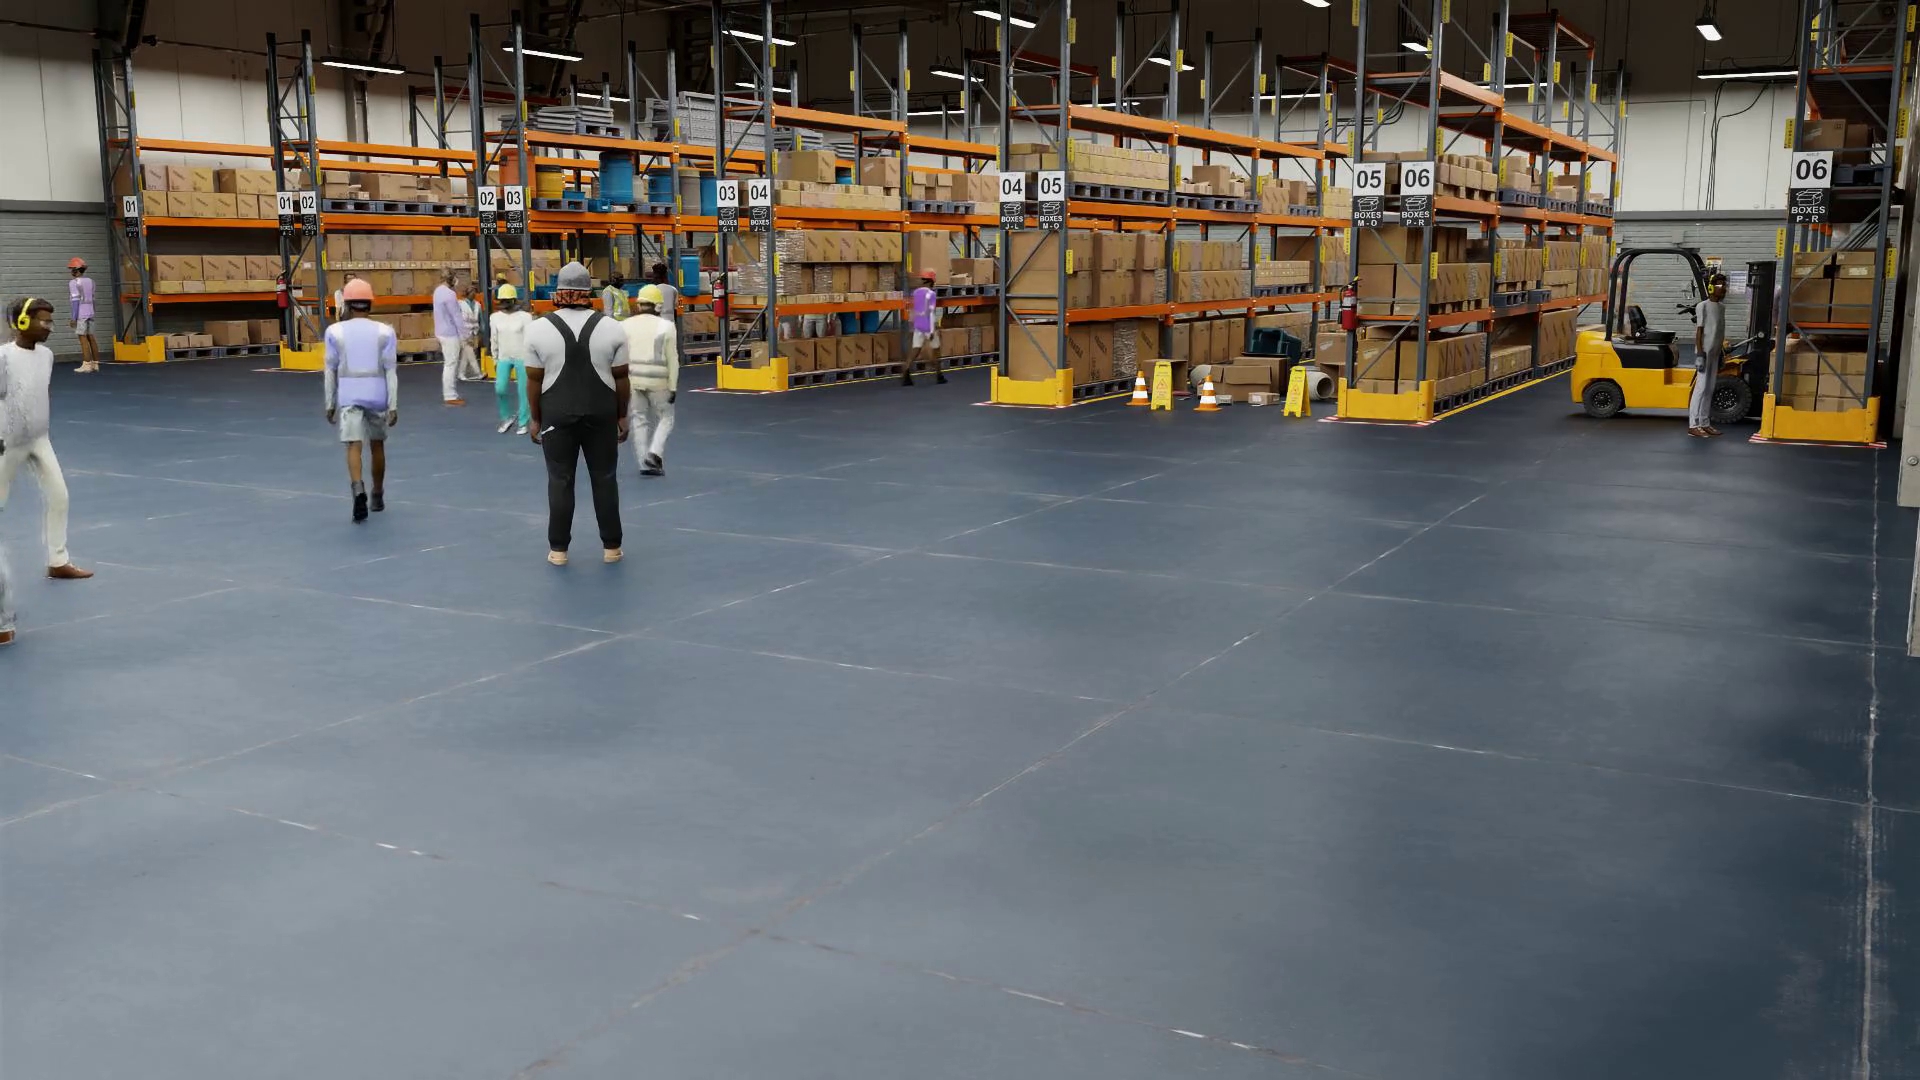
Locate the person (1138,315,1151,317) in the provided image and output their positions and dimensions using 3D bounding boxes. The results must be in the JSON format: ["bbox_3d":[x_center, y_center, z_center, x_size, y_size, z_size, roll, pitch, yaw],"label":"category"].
[{"bbox_3d":[3.805,-4.748,35.046,0.544,1.696,0.317,6,12,32],"label":"person"}]

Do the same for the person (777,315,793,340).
[{"bbox_3d":[-3.304,-4.056,31.193,0.521,1.623,0.390,9,13,43],"label":"person"}]

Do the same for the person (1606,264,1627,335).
[{"bbox_3d":[13.876,-4.917,35.430,0.581,1.888,0.839,-8,13,-39],"label":"person"}]

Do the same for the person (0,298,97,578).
[{"bbox_3d":[-6.023,-0.619,10.558,0.700,1.819,0.603,3,10,19],"label":"person"}]

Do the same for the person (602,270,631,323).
[{"bbox_3d":[-5.576,-3.467,27.120,0.429,1.844,0.625,2,10,9],"label":"person"}]

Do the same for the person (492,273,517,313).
[{"bbox_3d":[-8.830,-4.275,32.178,0.565,1.744,0.317,2,10,14],"label":"person"}]

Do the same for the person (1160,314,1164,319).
[{"bbox_3d":[4.649,-5.021,36.091,0.672,1.881,0.640,8,13,40],"label":"person"}]

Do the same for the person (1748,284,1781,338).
[{"bbox_3d":[13.957,-3.788,28.803,0.587,1.915,0.406,5,11,26],"label":"person"}]

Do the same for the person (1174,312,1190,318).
[{"bbox_3d":[4.495,-4.698,34.707,0.499,1.698,0.861,5,11,28],"label":"person"}]

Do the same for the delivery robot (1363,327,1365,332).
[{"bbox_3d":[9.195,-4.653,37.550,0.707,0.478,0.477,-2,10,-10],"label":"delivery robot"}]

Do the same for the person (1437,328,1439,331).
[{"bbox_3d":[10.082,-4.962,35.719,0.612,1.898,0.627,-5,11,-27],"label":"person"}]

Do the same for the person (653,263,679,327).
[{"bbox_3d":[-4.659,-3.335,25.979,0.367,1.966,0.606,7,12,35],"label":"person"}]

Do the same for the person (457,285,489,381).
[{"bbox_3d":[-8.101,-3.417,27.559,0.880,1.576,0.532,6,11,32],"label":"person"}]

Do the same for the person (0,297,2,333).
[{"bbox_3d":[-14.711,-3.123,25.125,0.621,1.838,0.429,8,12,38],"label":"person"}]

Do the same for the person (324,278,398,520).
[{"bbox_3d":[-4.749,-1.122,13.227,0.556,1.910,0.895,-3,10,-19],"label":"person"}]

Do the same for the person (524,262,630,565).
[{"bbox_3d":[-2.582,-0.856,11.251,0.689,2.000,0.539,-3,10,-16],"label":"person"}]

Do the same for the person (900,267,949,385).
[{"bbox_3d":[-0.584,-3.428,26.741,0.545,1.901,0.943,9,13,41],"label":"person"}]

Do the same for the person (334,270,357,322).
[{"bbox_3d":[-9.729,-3.384,26.624,0.343,1.847,0.506,9,13,43],"label":"person"}]

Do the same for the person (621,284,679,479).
[{"bbox_3d":[-2.886,-1.456,15.426,0.607,1.819,0.457,2,10,12],"label":"person"}]

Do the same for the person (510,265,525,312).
[{"bbox_3d":[-9.792,-5.118,36.672,0.576,1.882,0.355,5,11,28],"label":"person"}]

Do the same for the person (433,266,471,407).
[{"bbox_3d":[-7.016,-2.793,22.900,0.415,1.934,0.647,-5,11,-29],"label":"person"}]

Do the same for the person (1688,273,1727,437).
[{"bbox_3d":[8.655,-2.126,19.172,0.510,1.877,0.328,-7,12,-37],"label":"person"}]

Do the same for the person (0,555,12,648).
[{"bbox_3d":[-5.157,-0.324,8.556,0.650,1.903,0.465,7,12,36],"label":"person"}]

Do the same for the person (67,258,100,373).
[{"bbox_3d":[-15.672,-4.005,29.682,0.375,2.044,0.605,1,10,5],"label":"person"}]

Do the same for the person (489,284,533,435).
[{"bbox_3d":[-5.185,-2.084,19.301,0.539,1.753,0.416,0,10,1],"label":"person"}]

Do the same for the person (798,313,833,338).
[{"bbox_3d":[-2.565,-3.911,29.478,0.629,1.931,0.375,0,10,-1],"label":"person"}]

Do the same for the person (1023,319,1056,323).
[{"bbox_3d":[1.273,-3.545,27.029,0.606,2.035,0.403,5,11,29],"label":"person"}]

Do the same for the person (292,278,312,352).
[{"bbox_3d":[-13.684,-4.615,34.477,0.494,1.624,0.279,-1,10,-5],"label":"person"}]
